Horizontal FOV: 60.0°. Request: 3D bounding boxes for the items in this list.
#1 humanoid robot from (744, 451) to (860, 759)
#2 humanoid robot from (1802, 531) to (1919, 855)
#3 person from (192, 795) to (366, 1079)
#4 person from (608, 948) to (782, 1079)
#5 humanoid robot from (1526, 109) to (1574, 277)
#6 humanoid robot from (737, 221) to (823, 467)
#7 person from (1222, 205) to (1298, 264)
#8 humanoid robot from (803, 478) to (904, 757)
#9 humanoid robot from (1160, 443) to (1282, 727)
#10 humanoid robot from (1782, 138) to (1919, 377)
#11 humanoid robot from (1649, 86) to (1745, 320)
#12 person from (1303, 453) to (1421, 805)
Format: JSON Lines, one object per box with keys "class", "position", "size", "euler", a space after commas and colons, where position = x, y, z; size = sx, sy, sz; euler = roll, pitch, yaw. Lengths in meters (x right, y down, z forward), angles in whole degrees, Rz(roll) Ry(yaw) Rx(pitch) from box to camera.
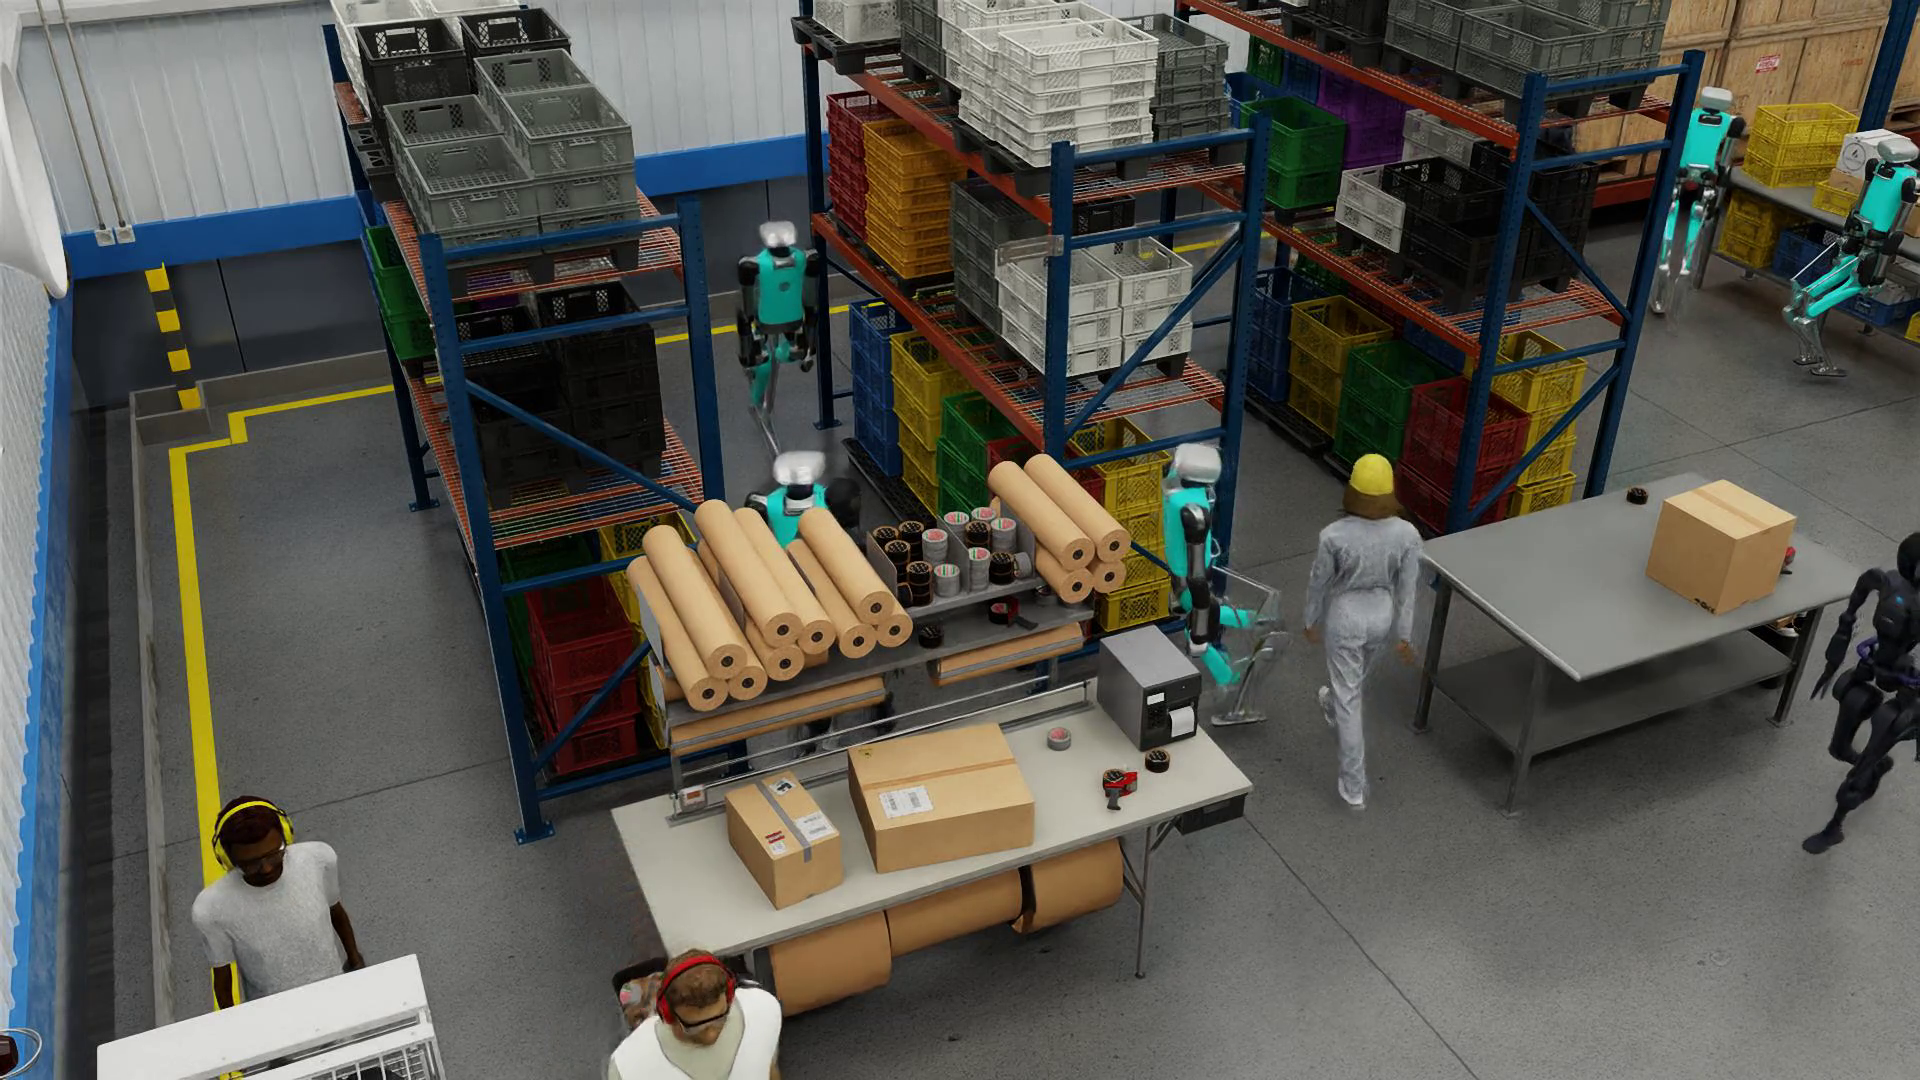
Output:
{"class": "humanoid robot", "position": [-0.712, 0.279, 8.095], "size": [0.550, 1.775, 0.673], "euler": [0, 32, -1]}
{"class": "humanoid robot", "position": [4.252, 0.670, 7.564], "size": [0.673, 1.638, 0.612], "euler": [-15, 35, -23]}
{"class": "person", "position": [-2.296, 1.627, 5.806], "size": [0.531, 1.863, 0.309], "euler": [-27, 41, -36]}
{"class": "person", "position": [-0.818, 1.952, 5.324], "size": [0.582, 1.809, 0.854], "euler": [-16, 35, -24]}
{"class": "humanoid robot", "position": [4.688, -2.819, 13.205], "size": [0.556, 1.636, 0.586], "euler": [-6, 32, -10]}
{"class": "humanoid robot", "position": [-1.258, -1.331, 10.795], "size": [0.548, 1.771, 1.018], "euler": [-12, 34, -19]}
{"class": "person", "position": [2.594, -3.129, 13.583], "size": [0.633, 1.818, 0.650], "euler": [18, 36, 26]}
{"class": "humanoid robot", "position": [-0.561, 0.447, 7.926], "size": [0.609, 1.642, 0.444], "euler": [8, 33, 13]}
{"class": "humanoid robot", "position": [1.272, 0.309, 8.070], "size": [1.024, 1.727, 0.554], "euler": [-3, 32, -5]}
{"class": "humanoid robot", "position": [6.130, -1.956, 11.619], "size": [0.735, 1.677, 0.533], "euler": [-4, 32, -6]}
{"class": "humanoid robot", "position": [5.525, -2.429, 12.614], "size": [0.549, 1.899, 0.730], "euler": [6, 32, 9]}
{"class": "person", "position": [1.915, 0.387, 7.982], "size": [0.494, 1.684, 0.949], "euler": [-3, 32, -5]}
